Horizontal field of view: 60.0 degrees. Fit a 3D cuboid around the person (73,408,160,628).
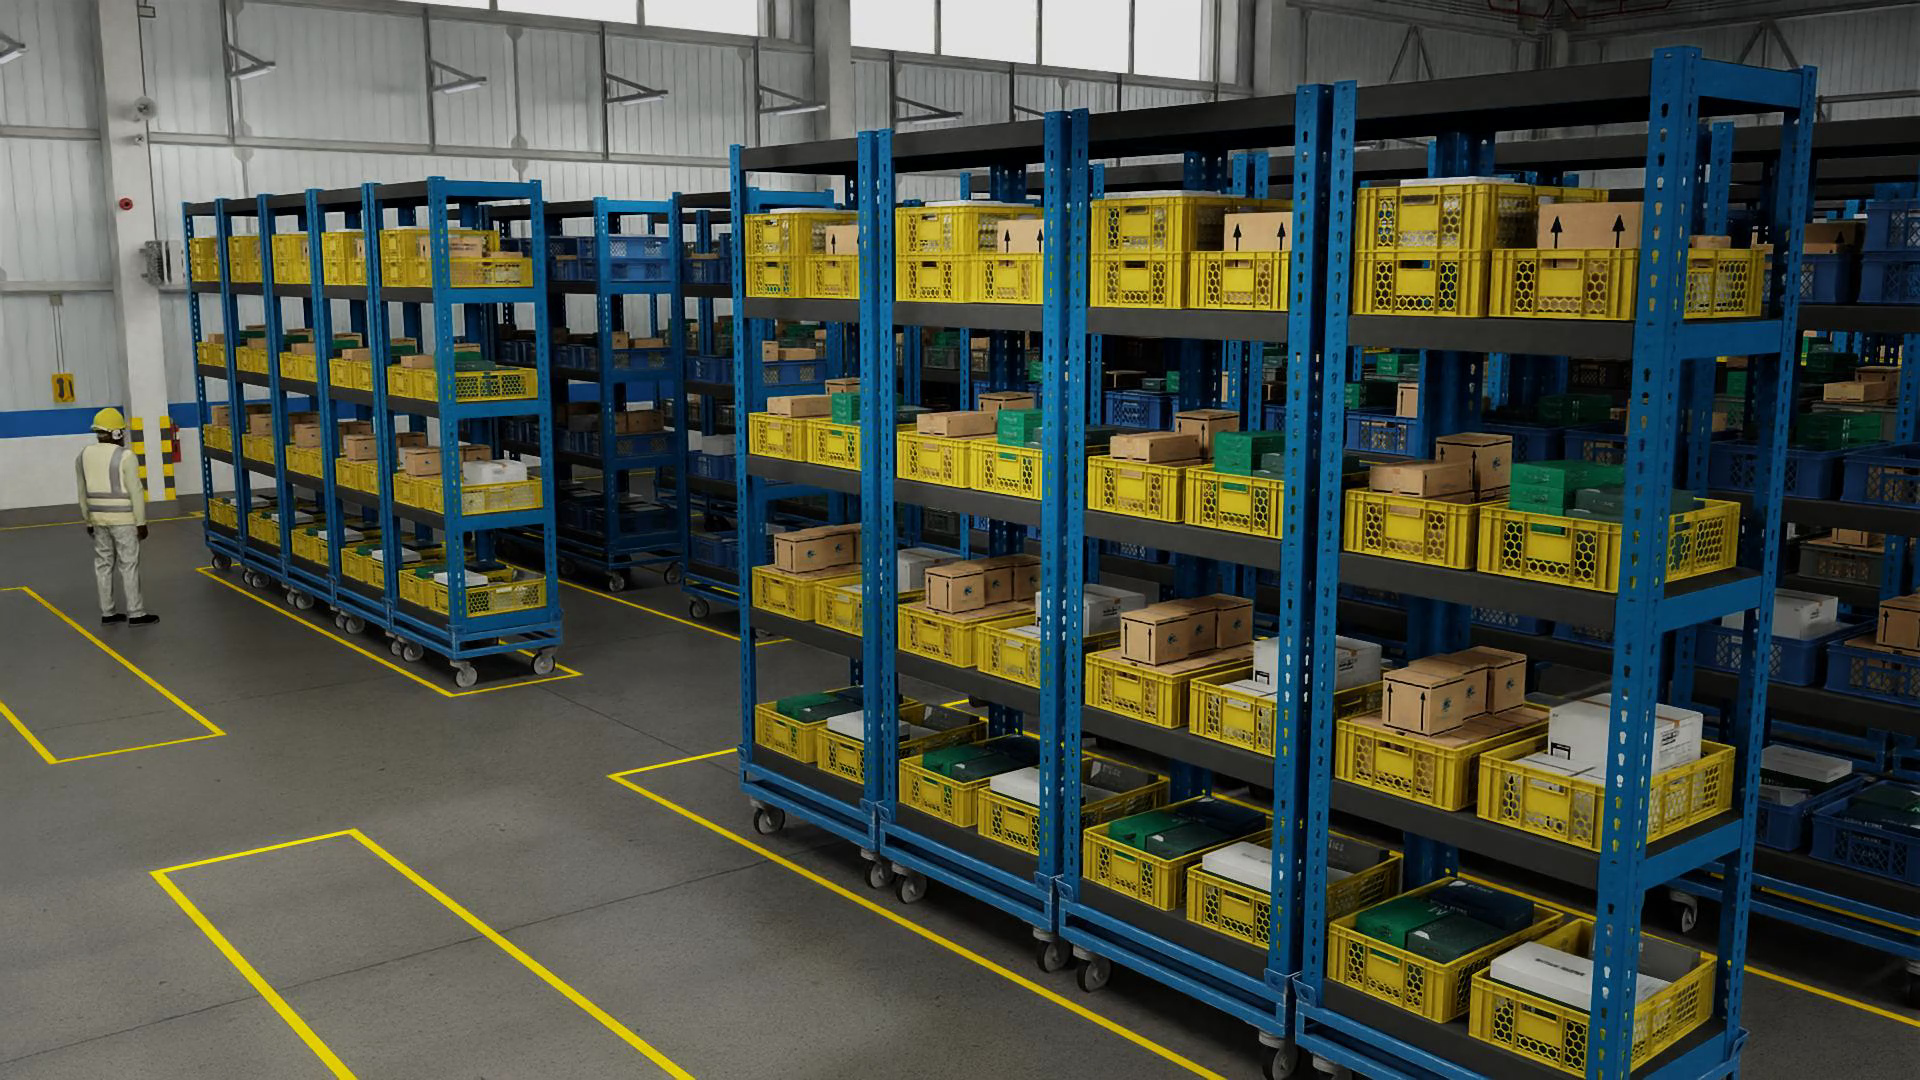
[{"bbox_3d":[-7.009,-0.182,13.825,0.587,1.835,0.404,2,10,14],"label":"person"}]
